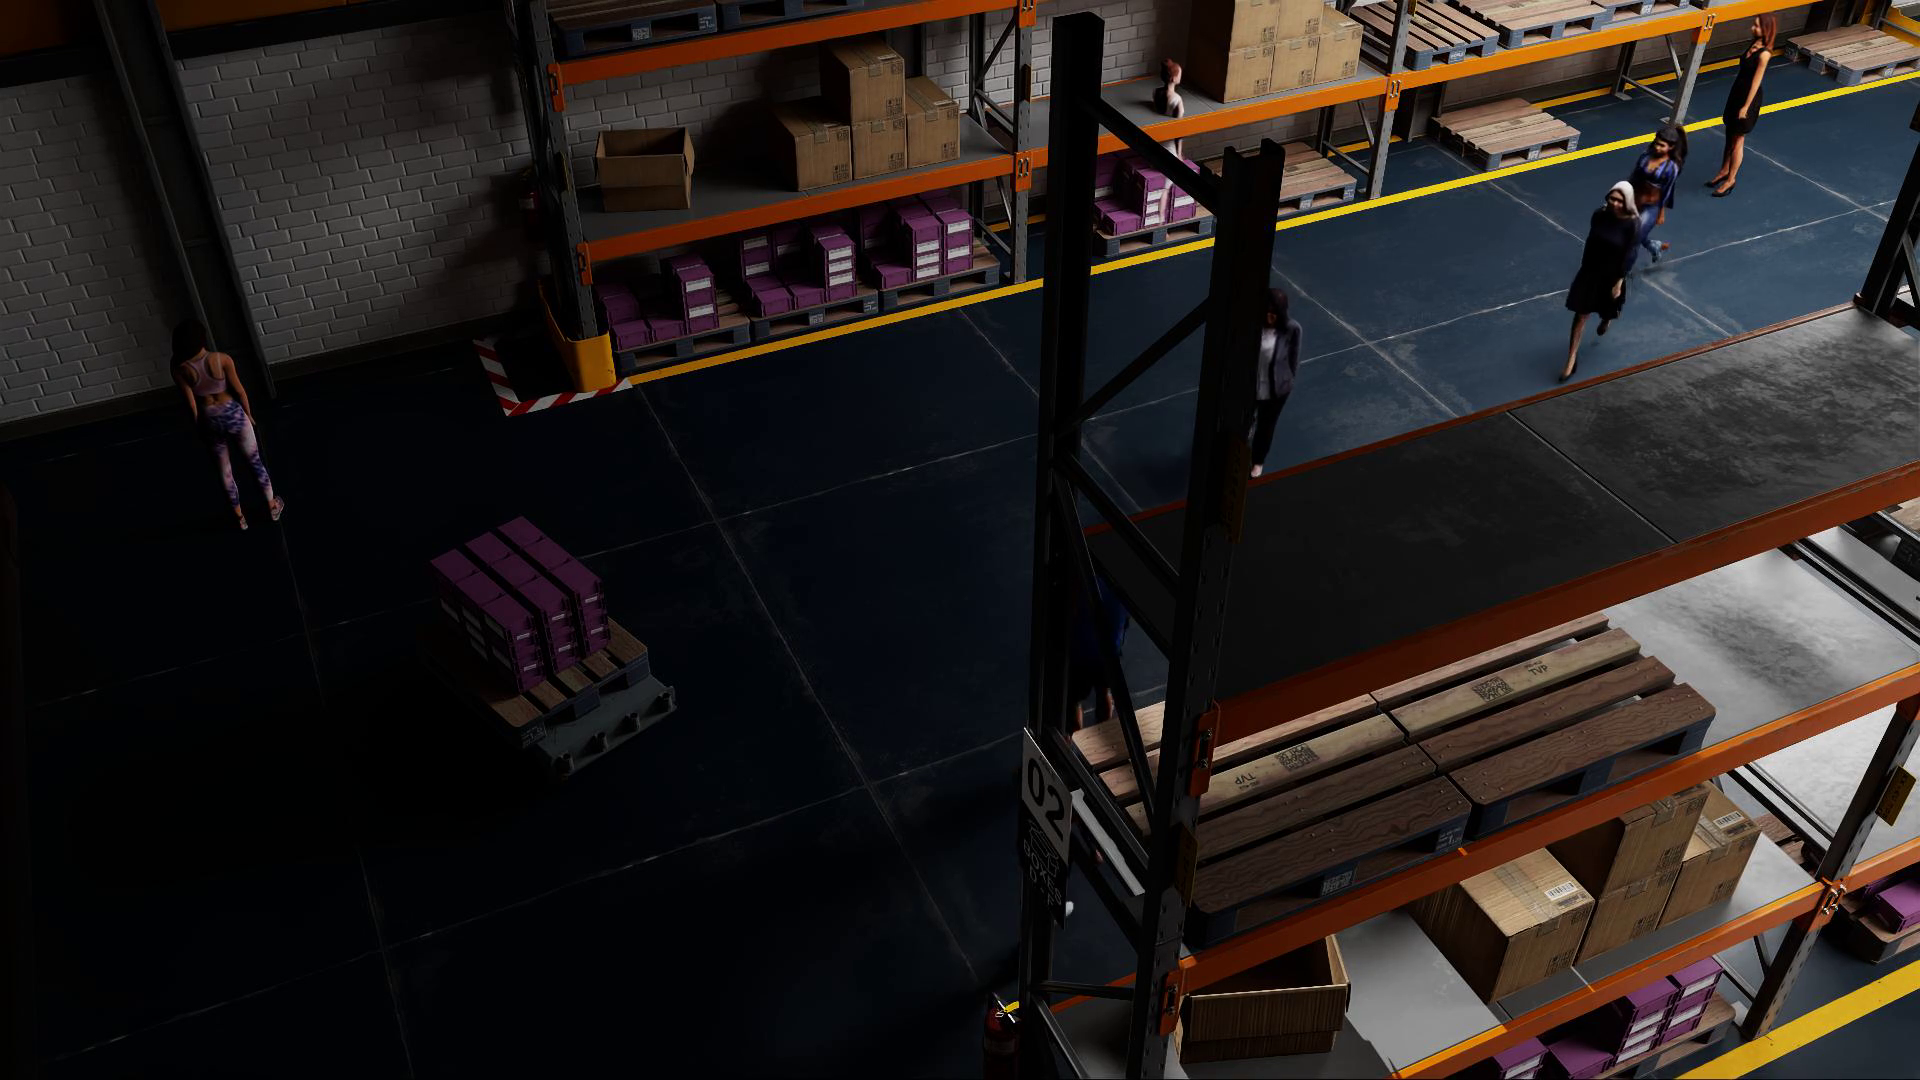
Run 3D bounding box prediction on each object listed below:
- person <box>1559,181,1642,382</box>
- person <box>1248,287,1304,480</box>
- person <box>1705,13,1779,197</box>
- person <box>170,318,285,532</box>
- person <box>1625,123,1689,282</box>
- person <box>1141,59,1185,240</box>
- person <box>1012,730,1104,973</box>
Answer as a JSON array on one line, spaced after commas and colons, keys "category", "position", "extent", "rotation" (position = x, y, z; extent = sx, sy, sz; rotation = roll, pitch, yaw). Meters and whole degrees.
[{"category": "person", "position": [5.356, -2.179, 13.798], "extent": [0.901, 1.719, 1.159], "rotation": [27, 46, 30]}, {"category": "person", "position": [2.336, -1.249, 12.743], "extent": [0.933, 1.583, 0.987], "rotation": [11, 40, 14]}, {"category": "person", "position": [7.687, -4.261, 16.312], "extent": [0.667, 1.835, 0.653], "rotation": [2, 39, 3]}, {"category": "person", "position": [-5.357, -0.849, 12.094], "extent": [0.467, 1.767, 0.643], "rotation": [-16, 41, -19]}, {"category": "person", "position": [6.196, -2.992, 14.918], "extent": [0.977, 1.592, 0.646], "rotation": [-20, 43, -24]}, {"category": "person", "position": [1.891, -3.643, 15.573], "extent": [0.525, 1.791, 0.573], "rotation": [-20, 43, -23]}, {"category": "person", "position": [0.410, 1.724, 8.905], "extent": [0.852, 1.725, 0.700], "rotation": [-28, 46, -30]}]
